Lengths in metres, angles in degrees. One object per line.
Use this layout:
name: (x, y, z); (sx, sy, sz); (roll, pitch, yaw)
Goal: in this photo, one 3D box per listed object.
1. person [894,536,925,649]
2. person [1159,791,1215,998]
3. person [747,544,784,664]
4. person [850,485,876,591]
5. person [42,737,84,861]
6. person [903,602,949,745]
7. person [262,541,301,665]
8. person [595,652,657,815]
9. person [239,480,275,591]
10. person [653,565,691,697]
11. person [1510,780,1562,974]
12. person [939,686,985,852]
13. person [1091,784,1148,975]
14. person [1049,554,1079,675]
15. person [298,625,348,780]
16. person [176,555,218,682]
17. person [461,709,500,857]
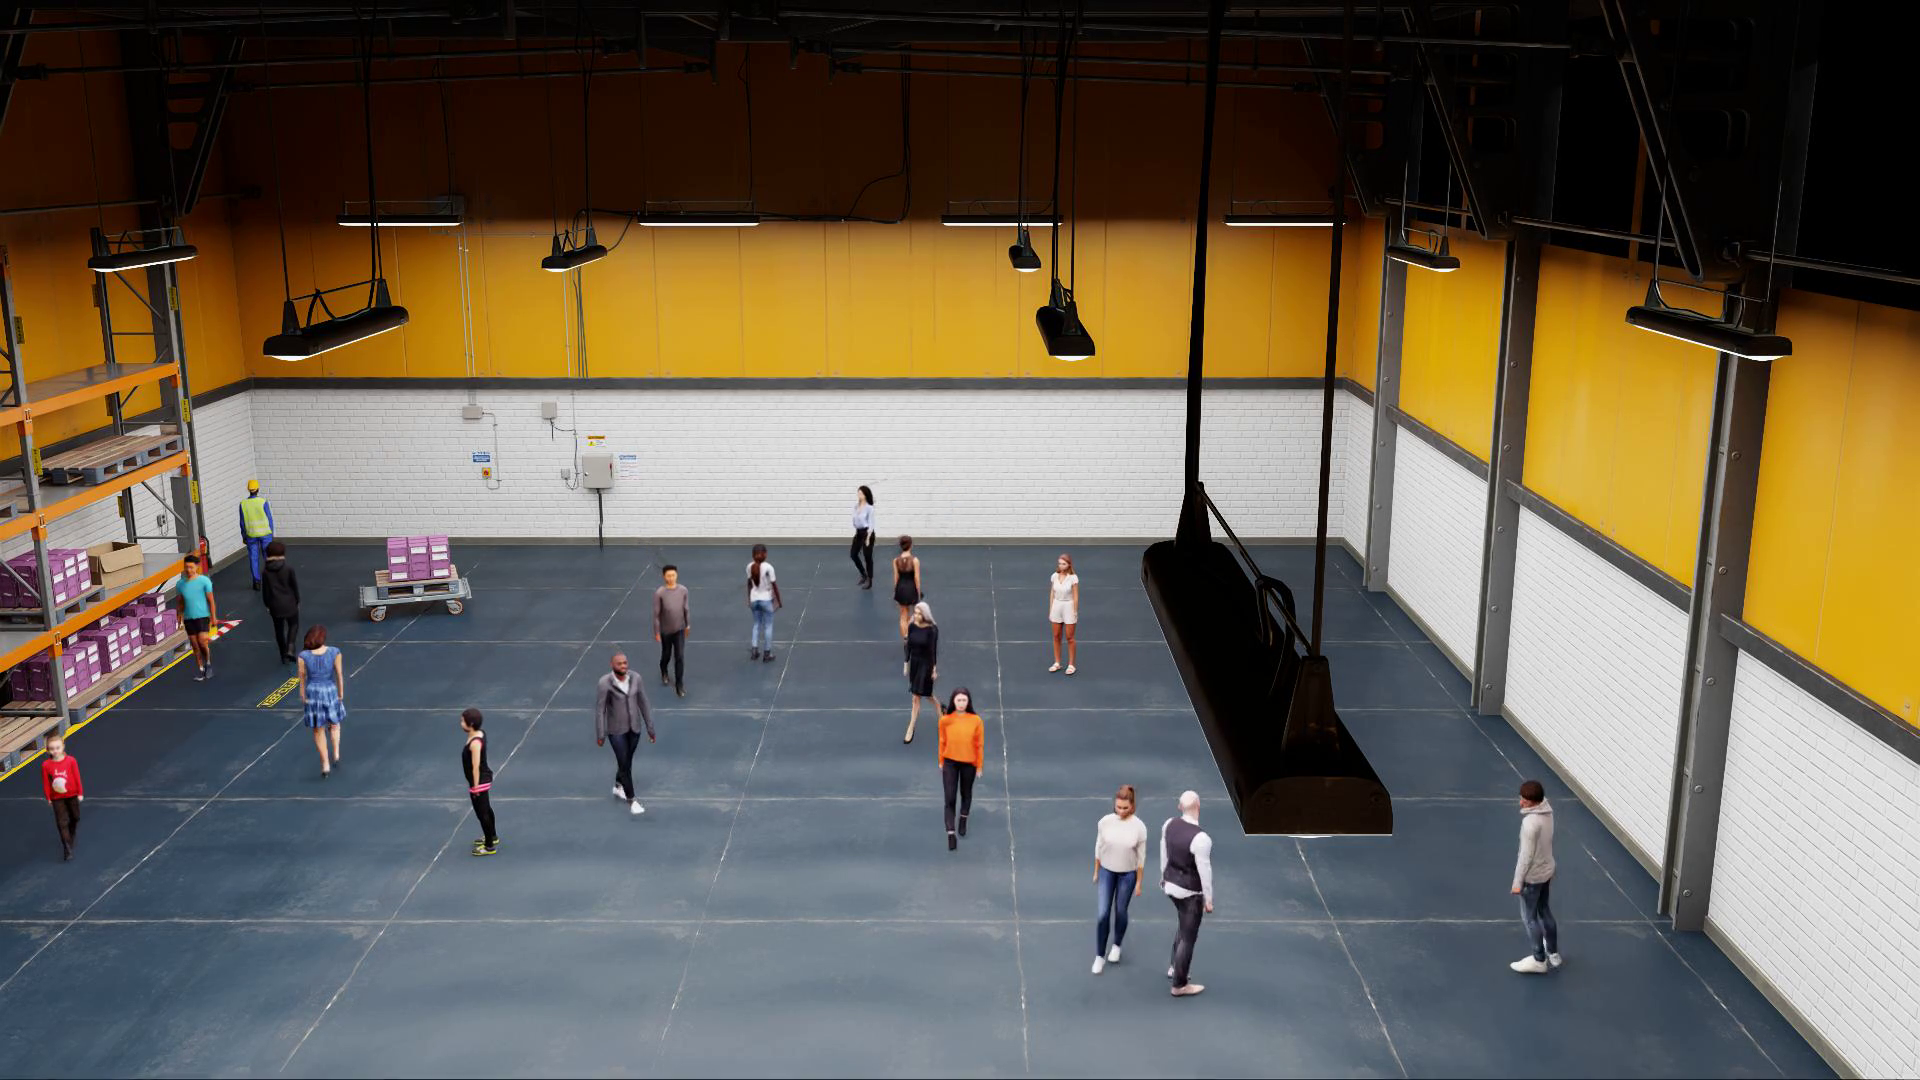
person: (-0.789, 0.776, 23.965); (0.677, 1.669, 0.712); (6, 15, 22)
person: (1.861, 3.050, 14.282); (0.906, 1.806, 0.792); (-8, 16, -28)
person: (-2.790, 0.894, 23.371); (0.710, 1.718, 0.745); (6, 15, 24)
person: (-1.489, -0.041, 27.204); (0.760, 1.732, 0.804); (11, 18, 39)
person: (-9.246, 2.629, 17.163); (0.753, 1.267, 0.881); (-9, 16, -32)
person: (-0.427, 1.603, 20.468); (1.018, 1.707, 1.213); (9, 16, 33)
person: (-9.466, 0.903, 23.233); (0.742, 1.766, 0.863); (-4, 14, -14)
person: (-3.732, 2.092, 18.320); (1.156, 1.766, 1.263); (-11, 17, -38)
person: (-11.498, -0.088, 27.231); (0.726, 1.810, 0.682); (-4, 14, -15)
person: (-3.852, 1.172, 22.175); (1.187, 1.741, 0.938); (0, 14, -2)
person: (5.135, 2.956, 14.657); (0.869, 1.811, 1.016); (-13, 19, -42)
person: (0.011, 2.344, 17.411); (0.622, 1.704, 1.080); (0, 14, 1)
person: (1.430, 2.967, 14.837); (0.733, 1.706, 0.860); (4, 14, 15)
person: (1.440, 0.998, 22.988); (0.658, 1.696, 0.680); (7, 15, 26)
person: (-7.322, 1.884, 19.143); (0.832, 1.784, 0.907); (-8, 16, -30)
person: (-10.350, 1.046, 22.644); (0.650, 1.765, 0.605); (0, 14, -1)
person: (-4.962, 2.475, 17.202); (0.620, 1.549, 0.485); (-2, 14, -8)
